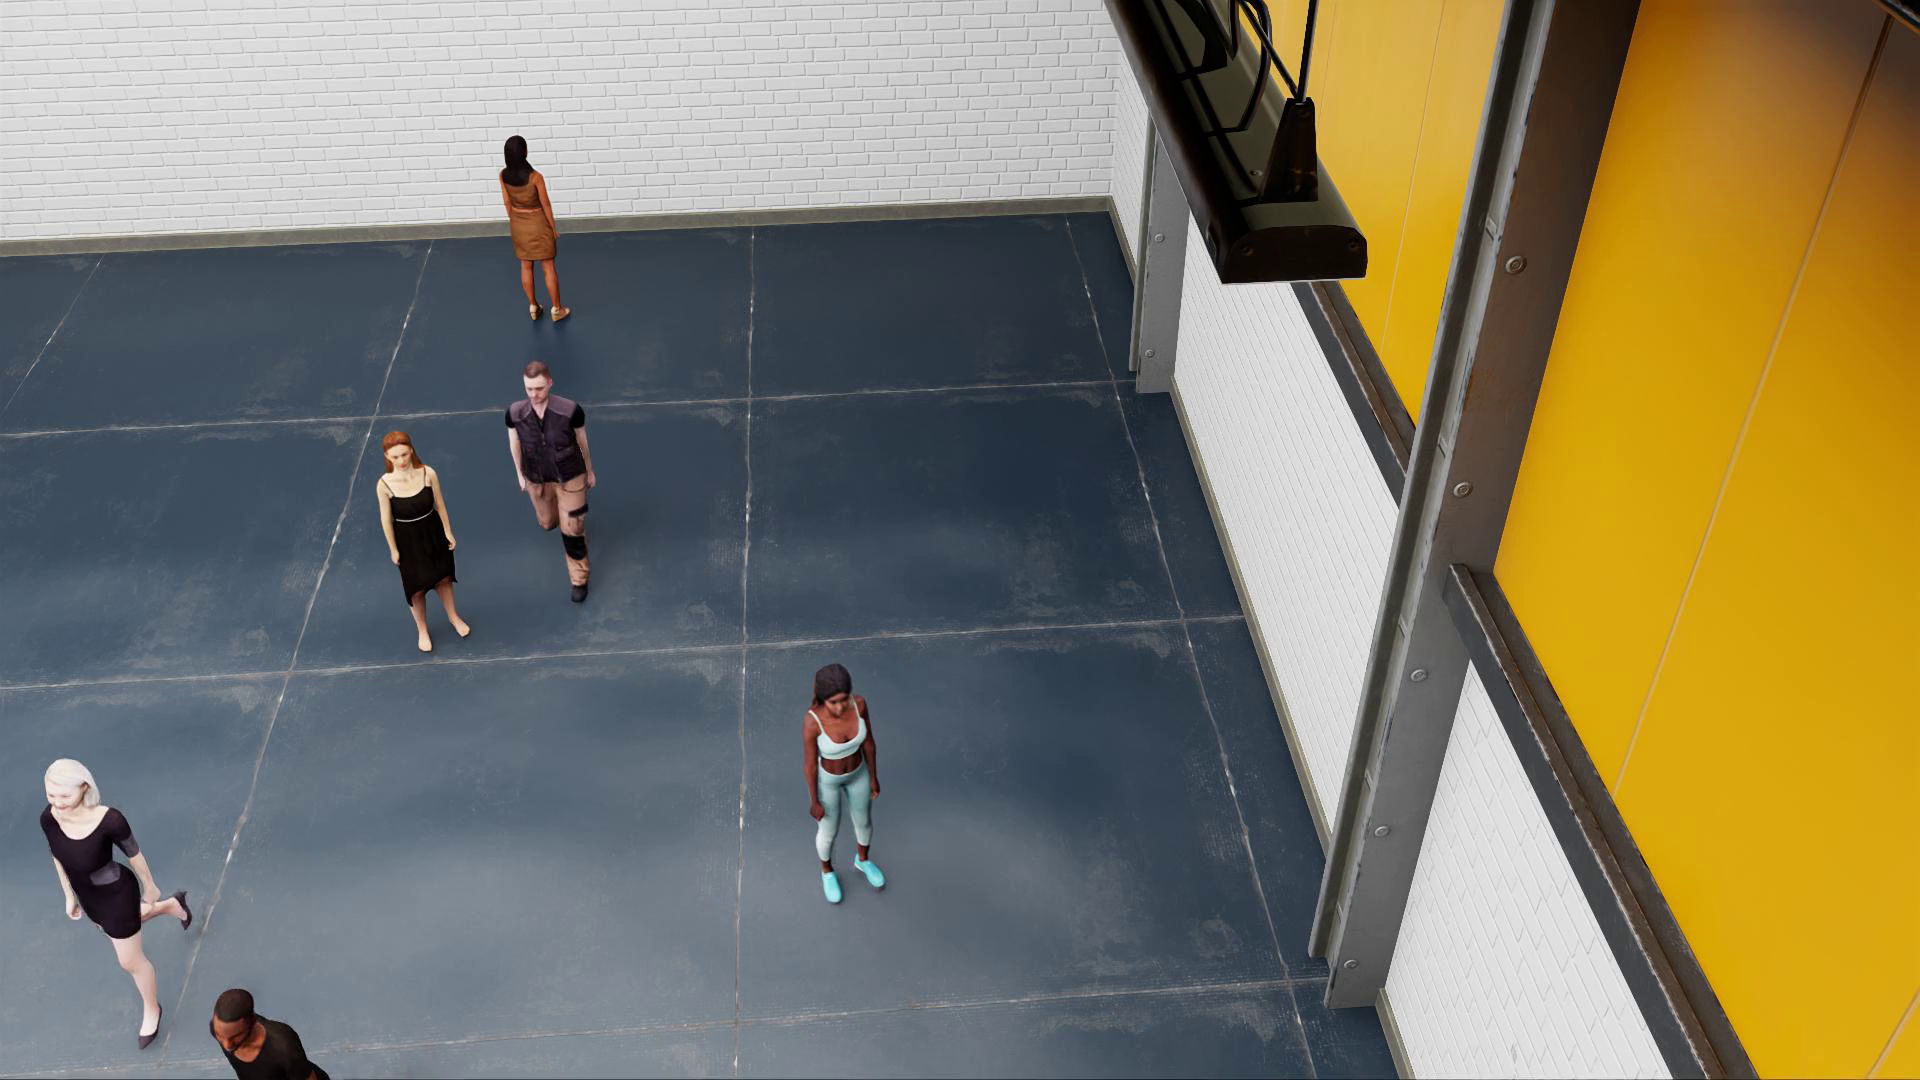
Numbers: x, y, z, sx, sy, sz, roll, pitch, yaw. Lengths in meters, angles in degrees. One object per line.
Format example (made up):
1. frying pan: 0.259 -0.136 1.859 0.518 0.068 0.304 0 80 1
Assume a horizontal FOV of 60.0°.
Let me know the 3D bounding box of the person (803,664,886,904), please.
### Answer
1. person: -0.652 1.312 9.095 0.647 1.719 0.647 -20 43 -23

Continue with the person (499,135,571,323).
1. person: -3.615 -2.620 14.041 0.622 1.690 0.602 8 39 10

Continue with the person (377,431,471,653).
1. person: -3.517 -0.015 10.831 0.667 1.625 0.696 -22 43 -25

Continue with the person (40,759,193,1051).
1. person: -4.298 1.738 8.494 0.735 1.803 1.111 4 39 5

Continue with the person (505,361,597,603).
1. person: -2.718 -0.488 11.276 0.724 1.809 1.062 0 39 0

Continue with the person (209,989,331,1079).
1. person: -2.989 2.472 7.603 0.977 1.768 1.269 14 41 17
